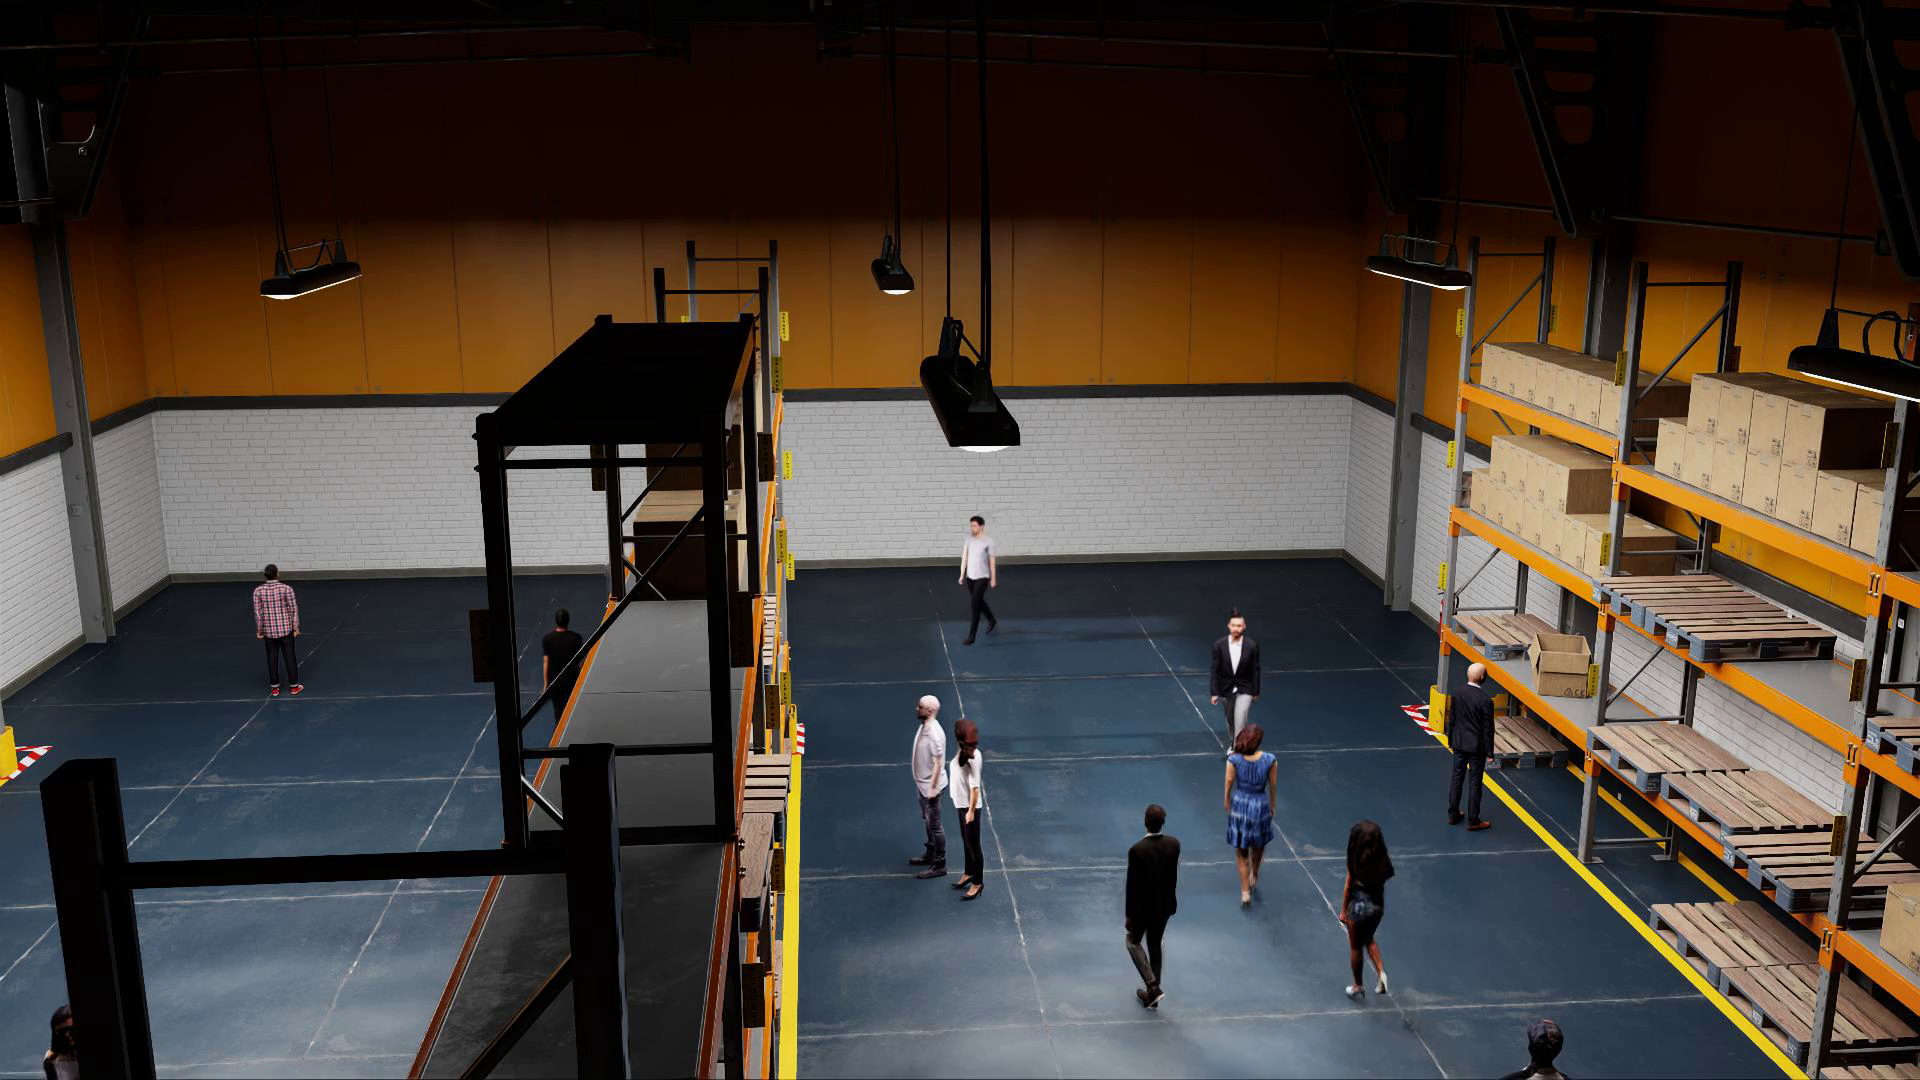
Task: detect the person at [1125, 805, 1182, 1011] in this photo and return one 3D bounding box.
[{"bbox_3d":[1.643,3.077,13.728,0.792,1.787,0.875,-7,15,-27],"label":"person"}]

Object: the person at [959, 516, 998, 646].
[{"bbox_3d":[0.320,0.551,24.085,1.188,1.823,1.244,11,17,38],"label":"person"}]

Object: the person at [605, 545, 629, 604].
[{"bbox_3d":[-4.634,0.864,22.975,0.635,1.736,1.071,-1,14,-3],"label":"person"}]

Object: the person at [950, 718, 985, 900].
[{"bbox_3d":[0.090,2.550,15.891,0.716,1.793,0.534,-4,14,-17],"label":"person"}]

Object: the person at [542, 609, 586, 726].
[{"bbox_3d":[-4.652,1.694,19.541,0.659,1.740,0.846,-2,14,-8],"label":"person"}]

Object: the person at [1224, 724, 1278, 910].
[{"bbox_3d":[2.734,2.623,15.598,0.689,1.790,0.861,0,14,0],"label":"person"}]

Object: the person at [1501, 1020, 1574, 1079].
[{"bbox_3d":[3.524,3.861,10.267,0.717,1.892,0.612,0,14,-2],"label":"person"}]

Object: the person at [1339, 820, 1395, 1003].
[{"bbox_3d":[3.419,3.135,13.855,0.683,1.615,0.750,-8,16,-29],"label":"person"}]

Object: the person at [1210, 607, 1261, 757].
[{"bbox_3d":[3.190,1.691,19.221,1.025,1.896,1.308,5,14,18],"label":"person"}]

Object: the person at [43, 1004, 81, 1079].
[{"bbox_3d":[-5.668,3.807,10.840,0.920,1.728,1.247,-8,16,-28],"label":"person"}]

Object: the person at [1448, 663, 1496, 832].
[{"bbox_3d":[5.370,2.156,17.506,0.837,1.799,0.725,-11,17,-38],"label":"person"}]

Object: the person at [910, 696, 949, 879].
[{"bbox_3d":[-0.285,2.406,16.405,0.747,1.831,0.541,-3,14,-12],"label":"person"}]

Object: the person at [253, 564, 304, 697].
[{"bbox_3d":[-8.903,1.159,21.704,0.713,1.761,0.618,-3,14,-12],"label":"person"}]
